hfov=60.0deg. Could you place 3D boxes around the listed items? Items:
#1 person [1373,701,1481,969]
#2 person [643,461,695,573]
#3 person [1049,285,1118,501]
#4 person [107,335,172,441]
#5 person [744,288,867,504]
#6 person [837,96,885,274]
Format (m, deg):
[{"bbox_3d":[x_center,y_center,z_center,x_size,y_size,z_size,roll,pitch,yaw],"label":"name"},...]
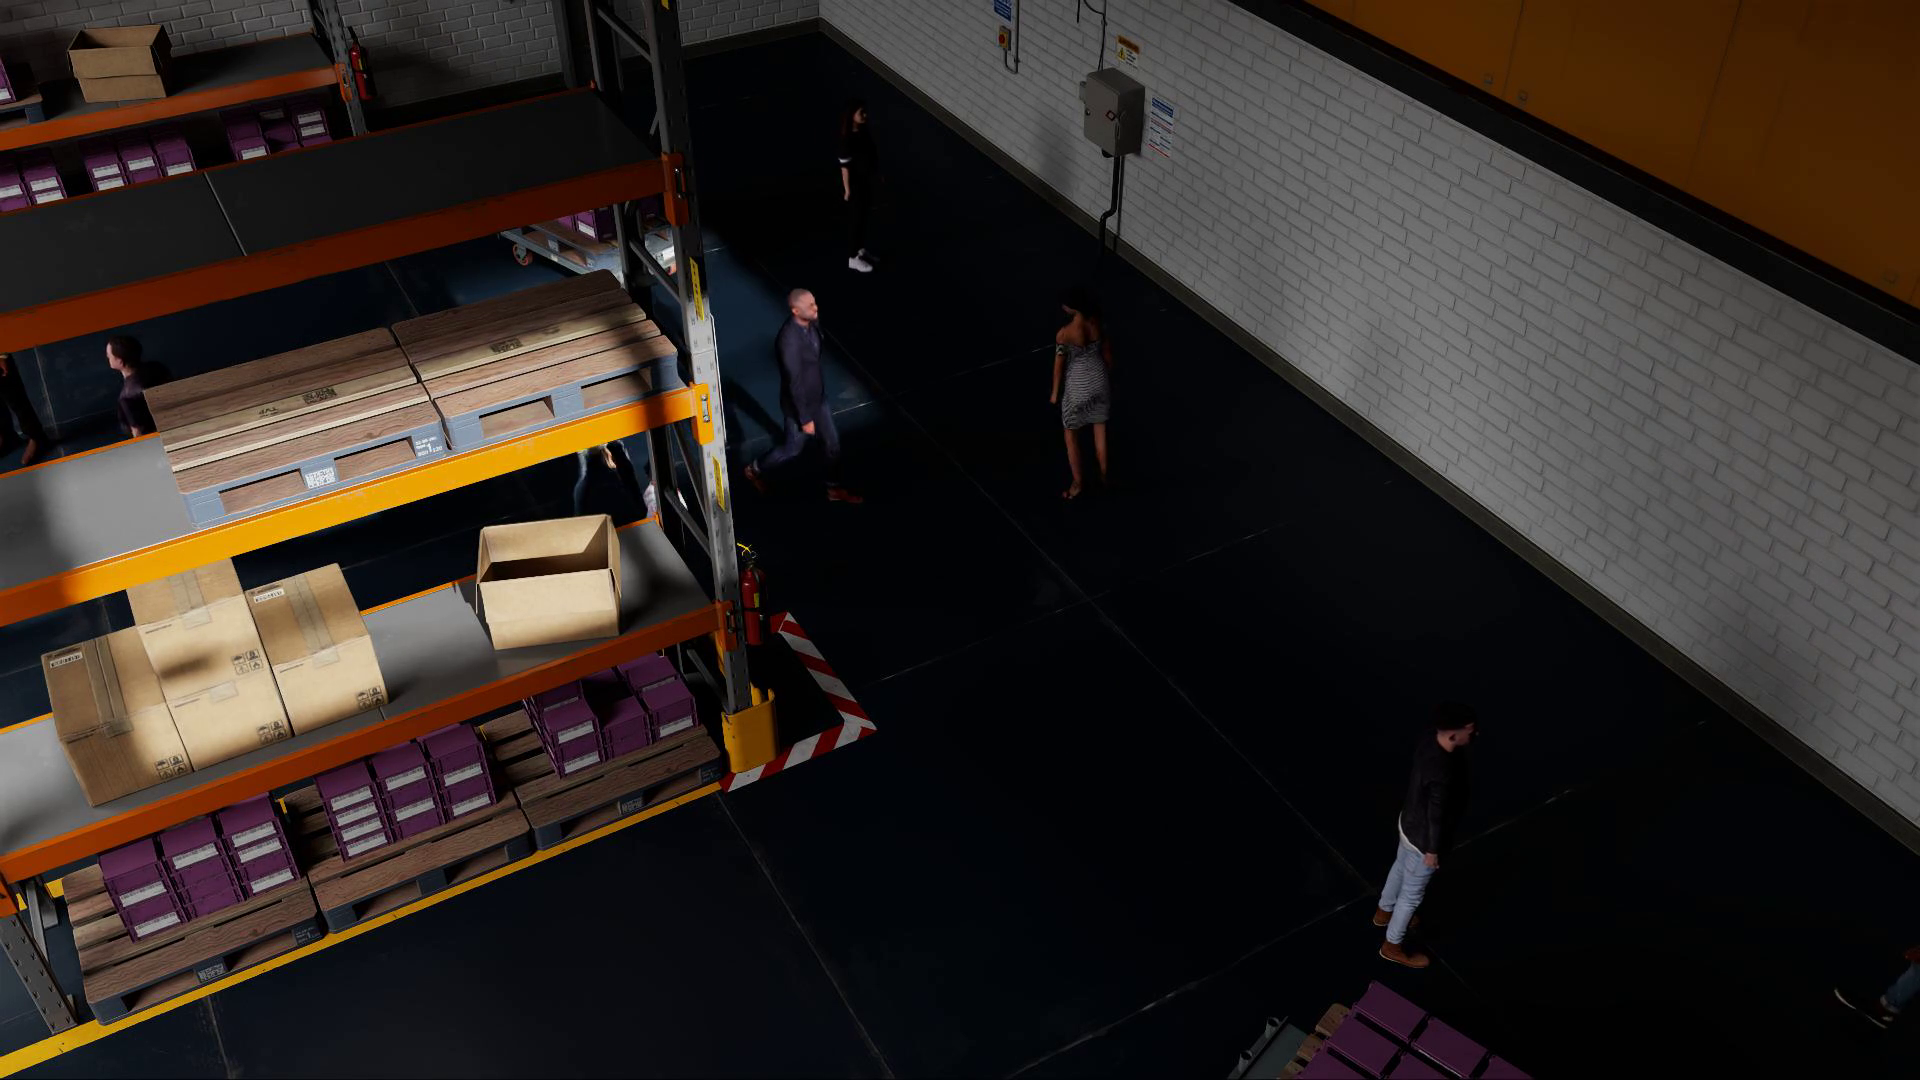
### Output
[{"bbox_3d":[2.456,1.525,8.803,0.741,1.836,0.730,3,39,4],"label":"person"},{"bbox_3d":[-2.043,-0.059,11.259,0.685,1.246,0.635,0,39,1],"label":"person"},{"bbox_3d":[0.982,-1.058,12.071,0.455,1.793,0.753,-10,40,-12],"label":"person"},{"bbox_3d":[-5.403,-0.595,11.472,1.151,1.817,1.034,2,39,2],"label":"person"},{"bbox_3d":[-1.211,-1.001,12.006,1.205,1.785,1.202,13,41,16],"label":"person"},{"bbox_3d":[-0.943,-3.215,14.897,0.774,1.637,0.695,15,41,18],"label":"person"}]
